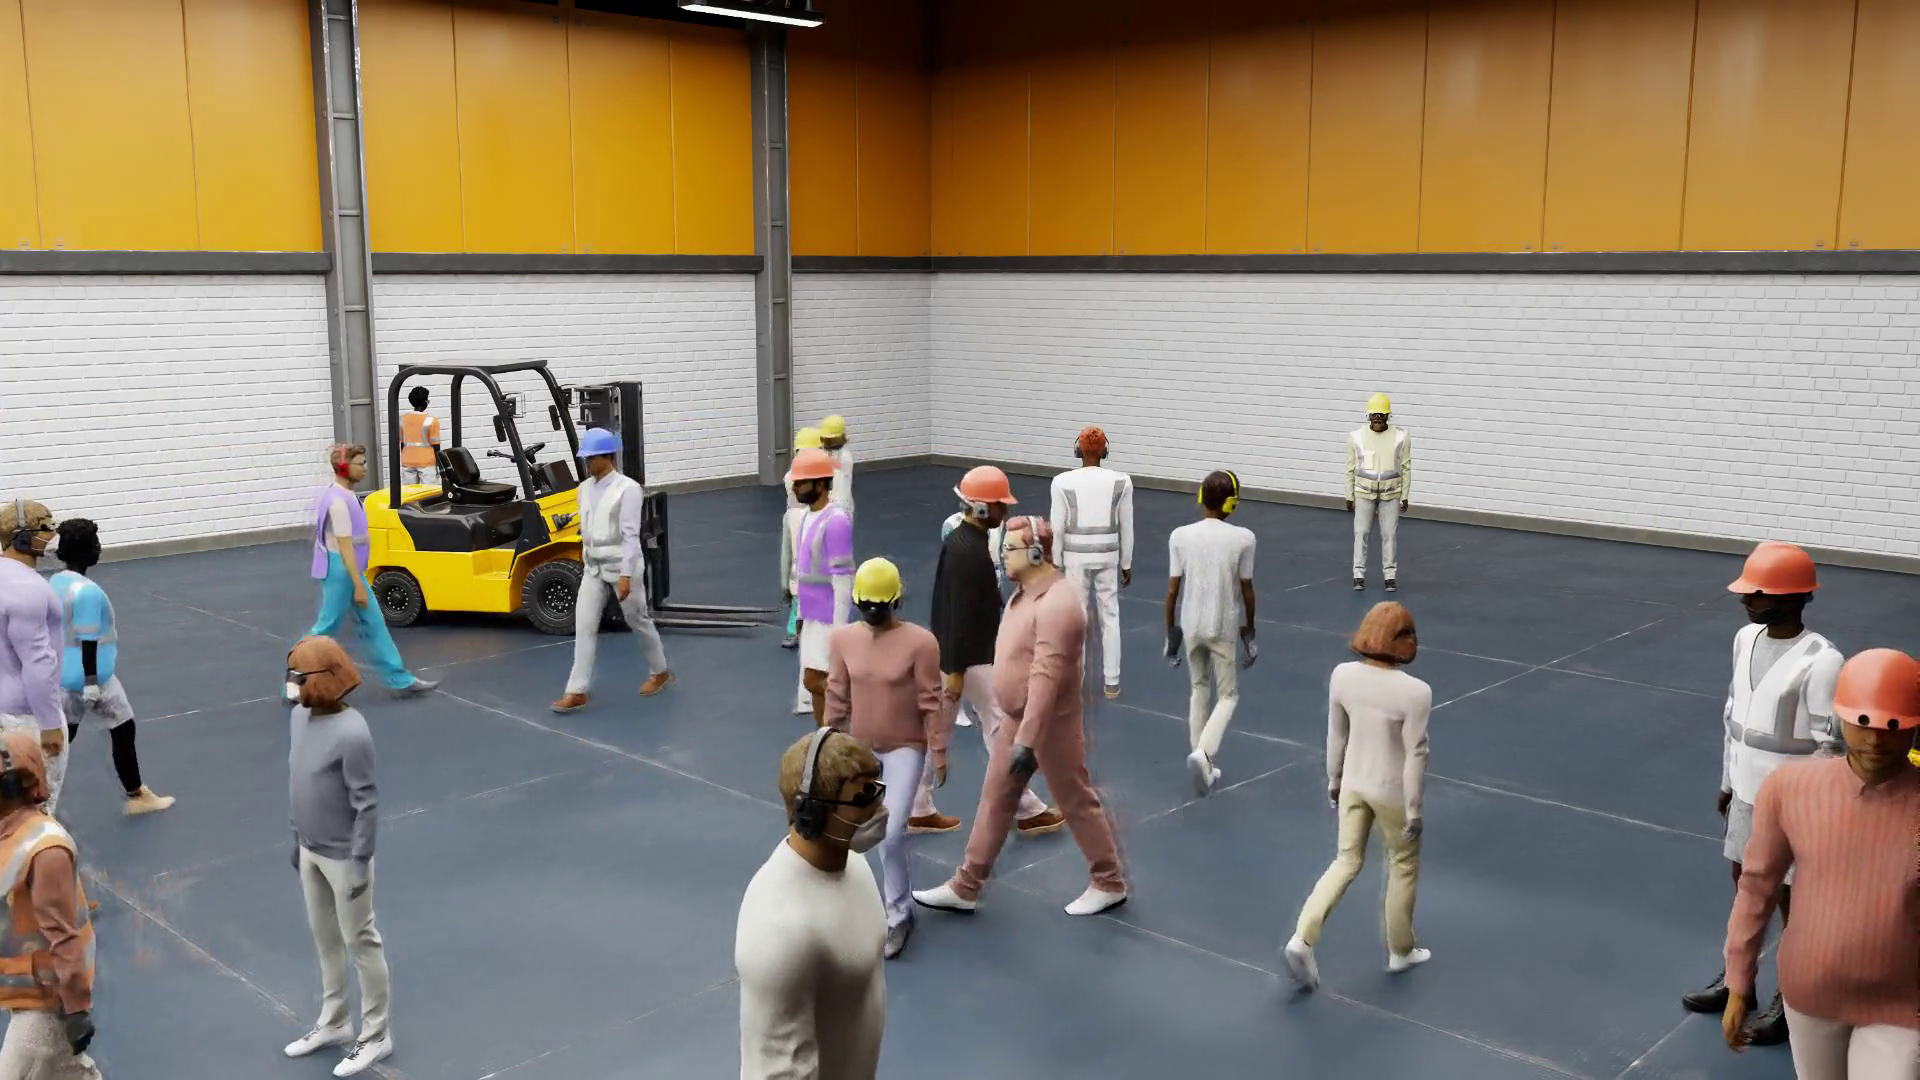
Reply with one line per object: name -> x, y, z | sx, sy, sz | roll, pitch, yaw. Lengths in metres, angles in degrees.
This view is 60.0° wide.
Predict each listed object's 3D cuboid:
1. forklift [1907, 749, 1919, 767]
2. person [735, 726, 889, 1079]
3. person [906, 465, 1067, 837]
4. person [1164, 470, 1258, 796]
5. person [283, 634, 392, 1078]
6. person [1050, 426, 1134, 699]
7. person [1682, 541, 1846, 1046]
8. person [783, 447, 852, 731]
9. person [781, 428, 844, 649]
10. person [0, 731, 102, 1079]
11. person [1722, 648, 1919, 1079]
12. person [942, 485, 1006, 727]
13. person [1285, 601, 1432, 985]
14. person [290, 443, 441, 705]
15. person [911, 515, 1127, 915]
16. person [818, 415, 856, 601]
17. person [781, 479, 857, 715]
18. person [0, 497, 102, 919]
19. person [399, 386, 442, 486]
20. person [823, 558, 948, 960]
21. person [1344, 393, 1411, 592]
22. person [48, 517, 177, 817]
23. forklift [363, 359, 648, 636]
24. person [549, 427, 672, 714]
forklift -> 5.205, 0.723, 7.013 | 2.313, 2.155, 1.214 | 9, 13, 43
person -> -0.327, 1.368, 3.836 | 0.352, 1.937, 0.635 | 1, 9, 8
person -> 0.142, 0.583, 8.623 | 0.977, 1.942, 0.626 | -2, 9, -12
person -> 1.381, 0.533, 9.252 | 0.530, 1.845, 0.651 | 4, 10, 25
person -> -2.313, 1.147, 6.122 | 0.506, 1.632, 0.267 | 7, 12, 38
person -> 0.899, 0.160, 11.408 | 0.579, 1.882, 0.342 | -1, 9, -5
person -> 3.090, 0.960, 6.354 | 0.376, 1.934, 0.547 | -2, 10, -13
person -> -0.780, 0.415, 9.718 | 0.501, 1.925, 0.546 | -4, 10, -23
person -> -1.136, -0.035, 13.124 | 0.528, 1.718, 0.926 | 3, 10, 15
person -> -2.817, 1.363, 4.870 | 0.544, 1.609, 0.743 | 9, 13, 44
person -> 2.395, 1.256, 4.489 | 0.653, 1.942, 1.022 | 7, 12, 38
person -> 0.092, 0.379, 10.817 | 0.511, 1.640, 0.308 | -9, 13, -43
person -> 1.673, 1.046, 6.833 | 0.735, 1.610, 0.504 | -7, 12, -38
person -> -4.092, 0.242, 11.193 | 0.992, 1.793, 0.586 | -2, 9, -13
person -> 0.321, 0.815, 7.485 | 1.004, 1.853, 0.658 | -3, 10, -17
person -> -1.095, -0.241, 14.395 | 0.647, 1.695, 0.510 | -9, 13, -44
person -> -0.916, 0.340, 11.134 | 0.528, 1.618, 0.655 | 8, 12, 41
person -> -4.195, 0.770, 7.504 | 0.356, 1.938, 0.633 | -8, 12, -42
person -> -5.838, -0.819, 18.013 | 0.529, 1.689, 0.320 | 3, 10, 15
person -> -0.341, 0.922, 7.161 | 0.566, 1.727, 0.588 | 5, 10, 26
person -> 3.819, -0.432, 15.239 | 0.593, 1.824, 0.403 | 2, 9, 12
person -> -4.670, 0.706, 8.743 | 0.537, 1.664, 0.844 | 8, 12, 41
forklift -> -3.850, -0.407, 13.936 | 2.313, 2.155, 1.214 | 2, 9, 11
person -> -2.334, 0.184, 11.232 | 0.612, 1.907, 0.991 | 6, 11, 32
